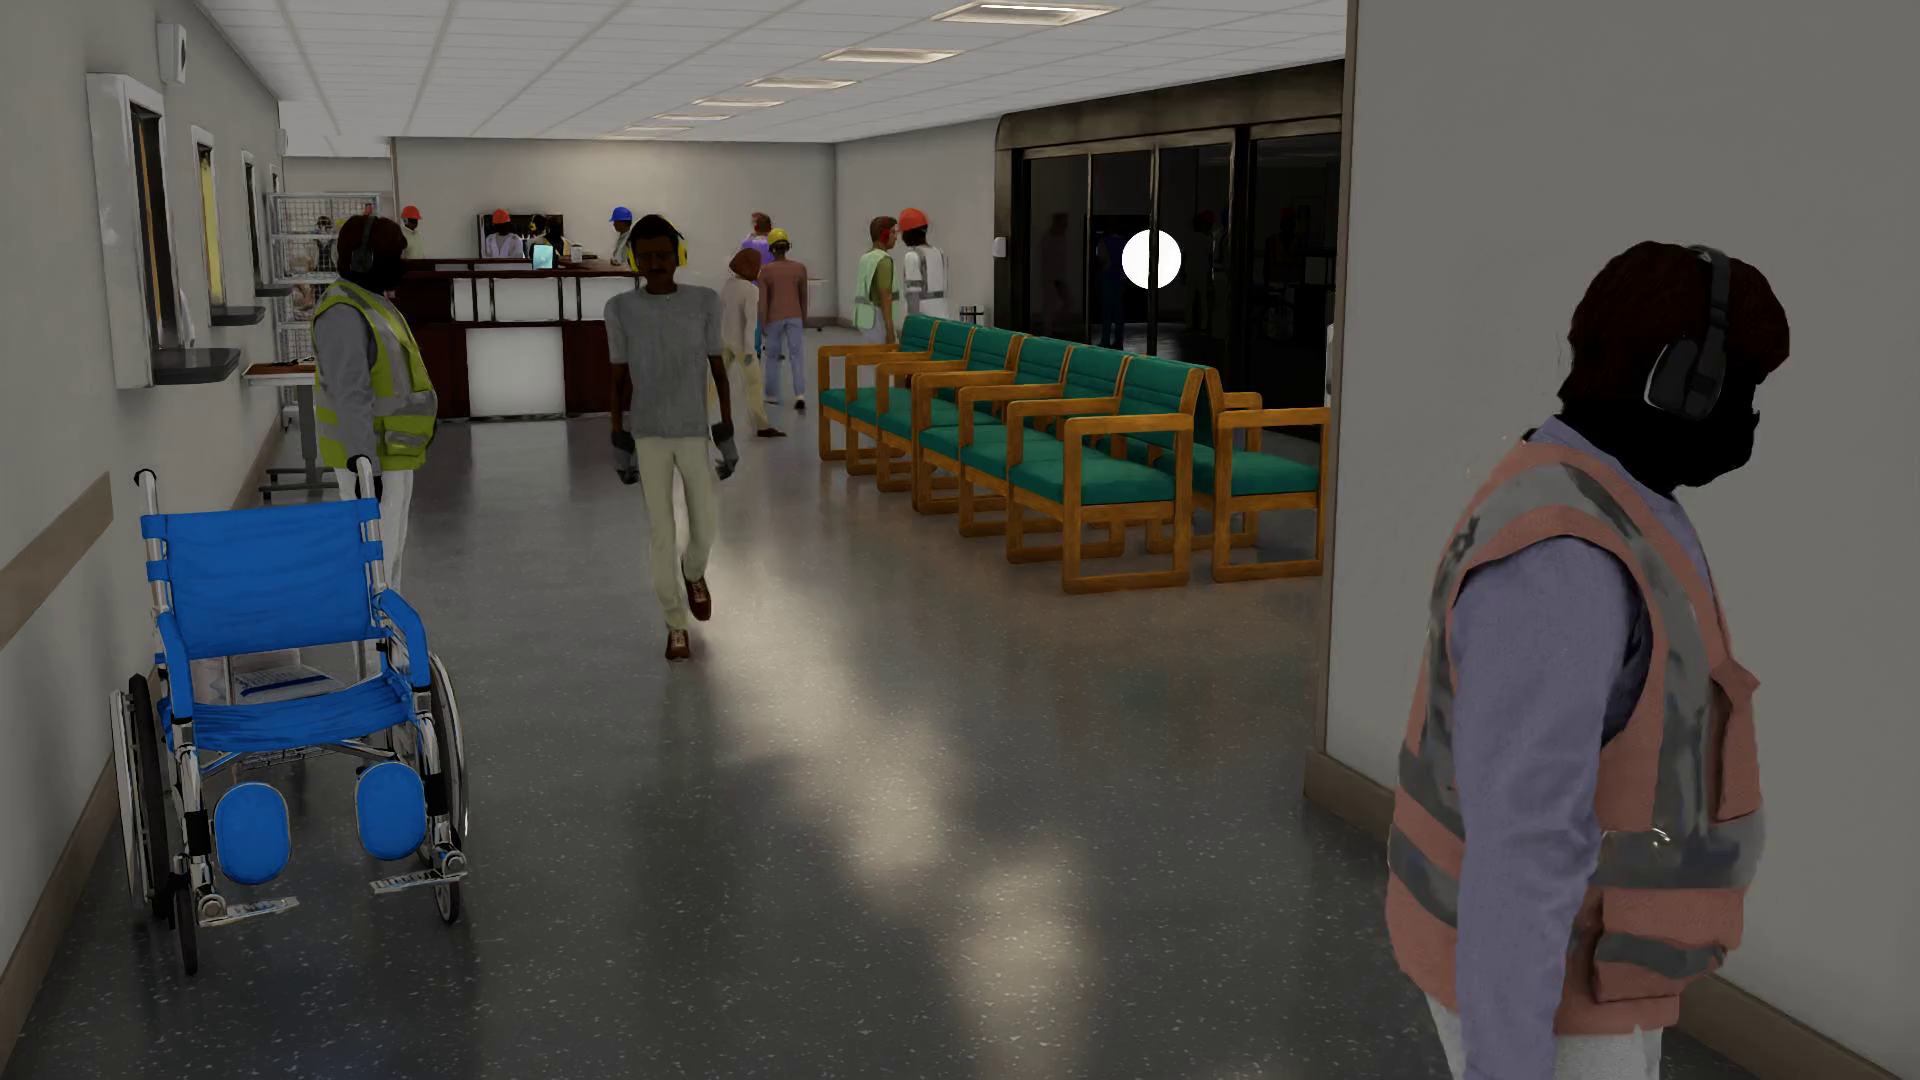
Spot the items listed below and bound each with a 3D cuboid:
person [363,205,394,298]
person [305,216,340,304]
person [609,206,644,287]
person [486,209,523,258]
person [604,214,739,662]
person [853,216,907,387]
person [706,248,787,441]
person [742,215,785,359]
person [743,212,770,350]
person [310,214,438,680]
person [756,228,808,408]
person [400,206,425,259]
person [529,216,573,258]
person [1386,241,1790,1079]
[{"bbox_3d":[-8.179,-3.675,23.259,0.610,1.985,0.415,2,11,8],"label":"person"},{"bbox_3d":[-8.393,-3.371,22.086,0.512,1.837,0.360,-4,12,-21],"label":"person"},{"bbox_3d":[-4.144,-3.162,20.707,0.403,1.945,0.614,-7,13,-31],"label":"person"},{"bbox_3d":[-6.349,-3.634,23.194,0.549,1.929,0.387,2,11,12],"label":"person"},{"bbox_3d":[-1.208,-0.438,7.000,0.537,1.841,0.564,-2,11,-12],"label":"person"},{"bbox_3d":[-0.624,-1.712,13.557,0.480,1.834,0.620,-4,12,-18],"label":"person"},{"bbox_3d":[-1.847,-1.581,13.589,0.580,1.589,0.845,10,15,43],"label":"person"},{"bbox_3d":[-2.503,-3.221,21.284,0.575,1.842,0.373,1,11,3],"label":"person"},{"bbox_3d":[-2.721,-3.544,22.848,0.640,1.884,0.529,3,11,15],"label":"person"},{"bbox_3d":[-2.198,-0.301,6.321,0.429,1.839,0.623,-2,11,-10],"label":"person"},{"bbox_3d":[-1.700,-2.135,16.041,0.525,1.726,0.916,-3,11,-16],"label":"person"},{"bbox_3d":[-7.962,-3.856,24.198,0.415,1.982,0.622,3,11,15],"label":"person"},{"bbox_3d":[-5.002,-3.084,20.611,0.430,1.838,0.625,10,15,40],"label":"person"},{"bbox_3d":[0.703,0.529,2.142,0.573,1.806,0.678,5,12,25],"label":"person"}]
